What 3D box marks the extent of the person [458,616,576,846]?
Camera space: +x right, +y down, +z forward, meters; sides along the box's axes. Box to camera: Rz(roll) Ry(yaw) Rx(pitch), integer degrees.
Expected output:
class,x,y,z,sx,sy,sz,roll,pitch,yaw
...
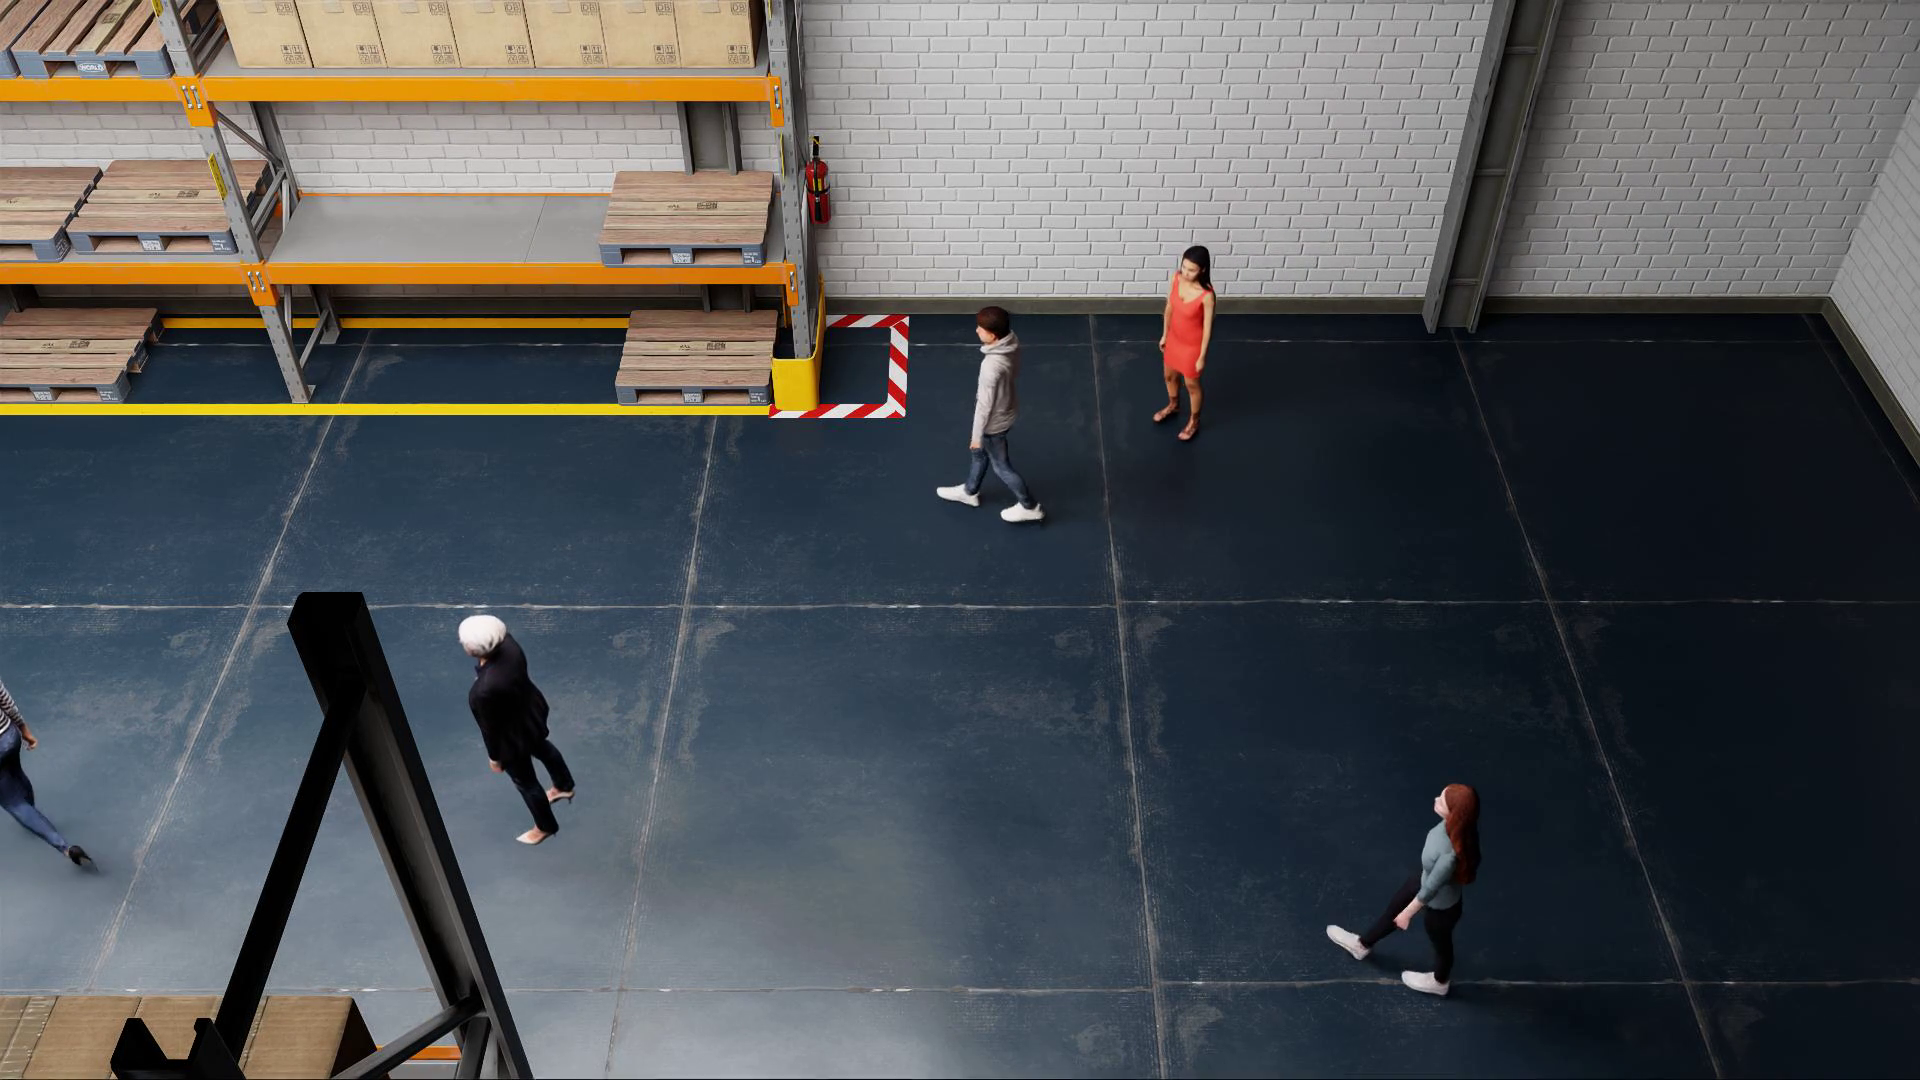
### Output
class,x,y,z,sx,sy,sz,roll,pitch,yaw
person,-2.372,0.966,8.939,0.645,1.776,0.760,6,44,7

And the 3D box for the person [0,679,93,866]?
class,x,y,z,sx,sy,sz,roll,pitch,yaw
person,-5.410,1.254,9.400,1.057,1.769,0.890,20,47,20

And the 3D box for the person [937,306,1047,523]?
class,x,y,z,sx,sy,sz,roll,pitch,yaw
person,0.323,-0.827,11.541,1.136,1.828,0.848,9,44,9

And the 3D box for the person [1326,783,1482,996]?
class,x,y,z,sx,sy,sz,roll,pitch,yaw
person,2.591,1.902,8.754,1.043,1.722,0.838,16,46,16

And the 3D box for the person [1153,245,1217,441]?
class,x,y,z,sx,sy,sz,roll,pitch,yaw
person,1.690,-1.470,12.306,0.762,1.704,0.710,-31,52,-28
